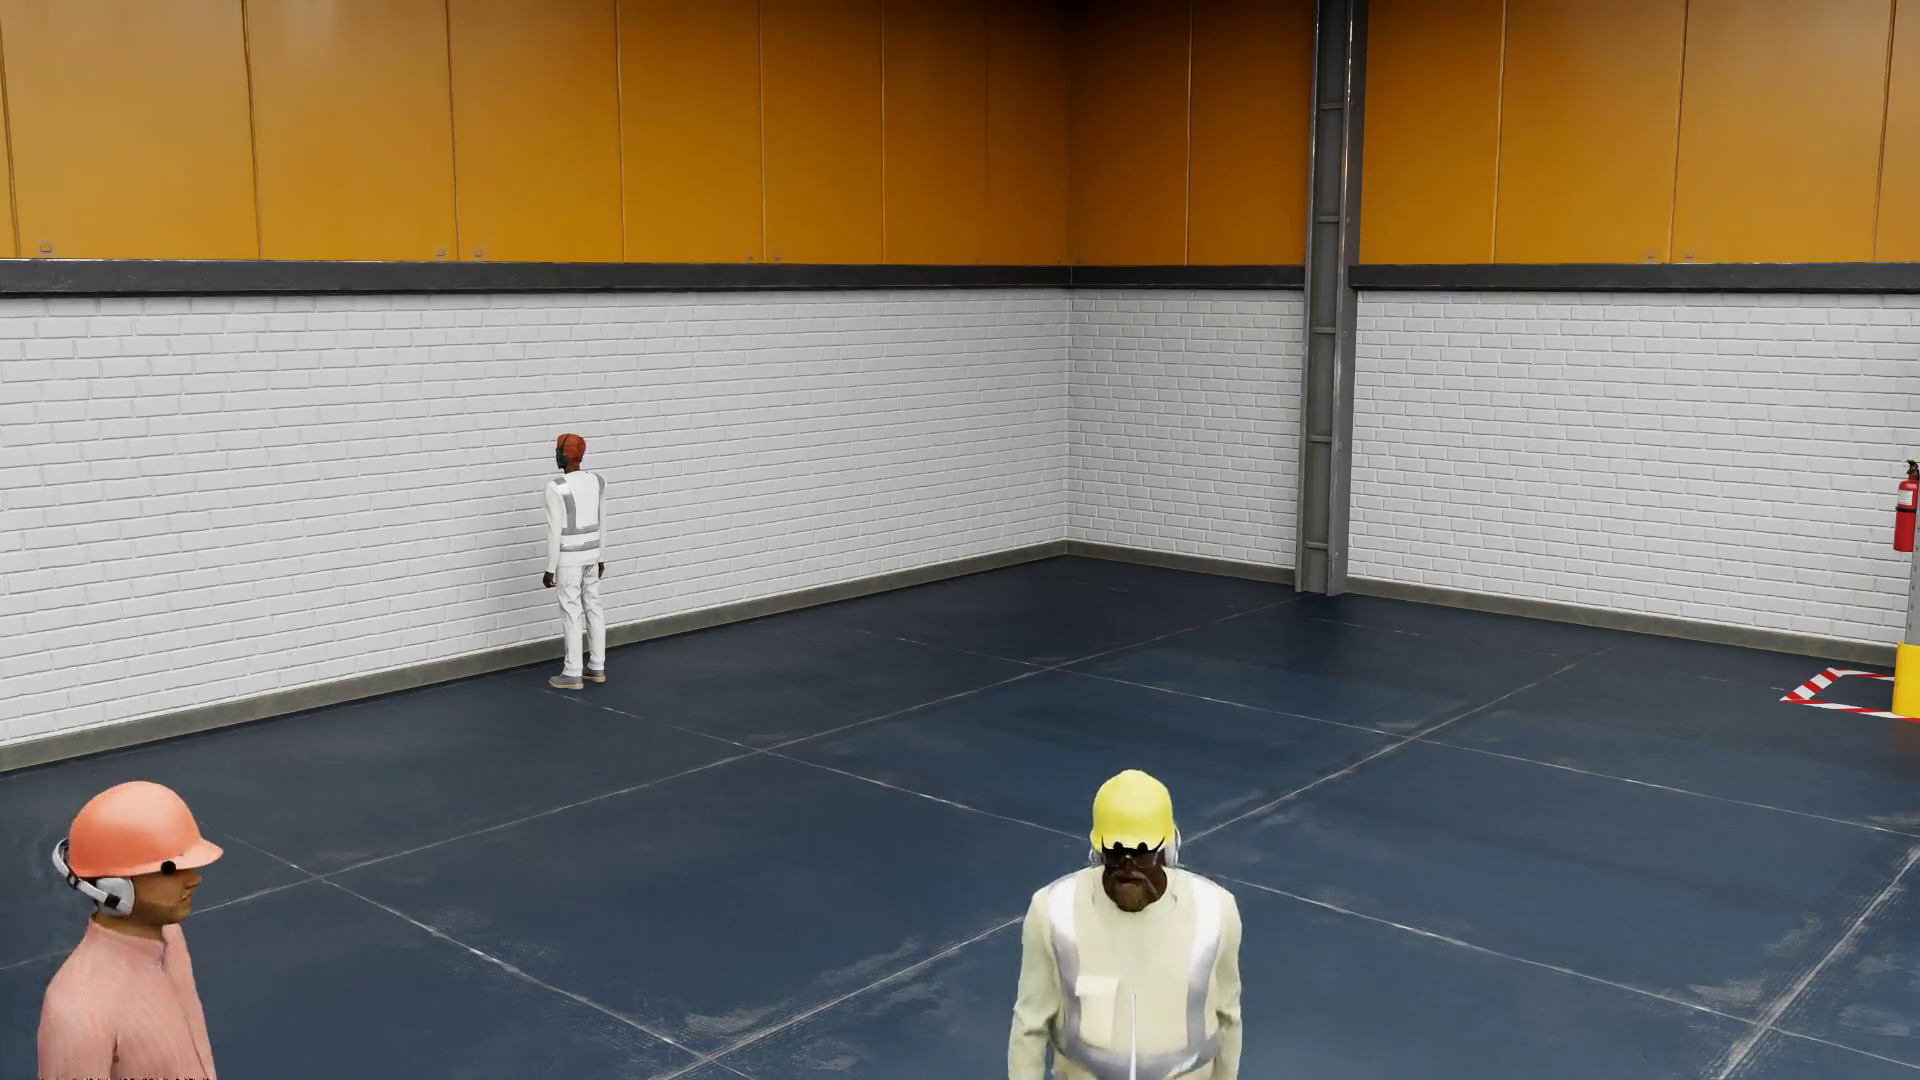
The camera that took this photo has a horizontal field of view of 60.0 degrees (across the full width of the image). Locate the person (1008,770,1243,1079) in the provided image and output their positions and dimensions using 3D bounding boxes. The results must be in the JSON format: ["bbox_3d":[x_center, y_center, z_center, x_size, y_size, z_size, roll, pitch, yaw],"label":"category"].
[{"bbox_3d":[0.433,1.461,4.363,0.606,1.777,0.978,1,9,7],"label":"person"}]

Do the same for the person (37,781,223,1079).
[{"bbox_3d":[-1.831,1.481,3.732,1.053,1.944,0.632,-2,9,-13],"label":"person"}]

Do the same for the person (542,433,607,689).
[{"bbox_3d":[-2.833,0.153,12.246,0.354,1.884,0.576,6,11,32],"label":"person"}]
